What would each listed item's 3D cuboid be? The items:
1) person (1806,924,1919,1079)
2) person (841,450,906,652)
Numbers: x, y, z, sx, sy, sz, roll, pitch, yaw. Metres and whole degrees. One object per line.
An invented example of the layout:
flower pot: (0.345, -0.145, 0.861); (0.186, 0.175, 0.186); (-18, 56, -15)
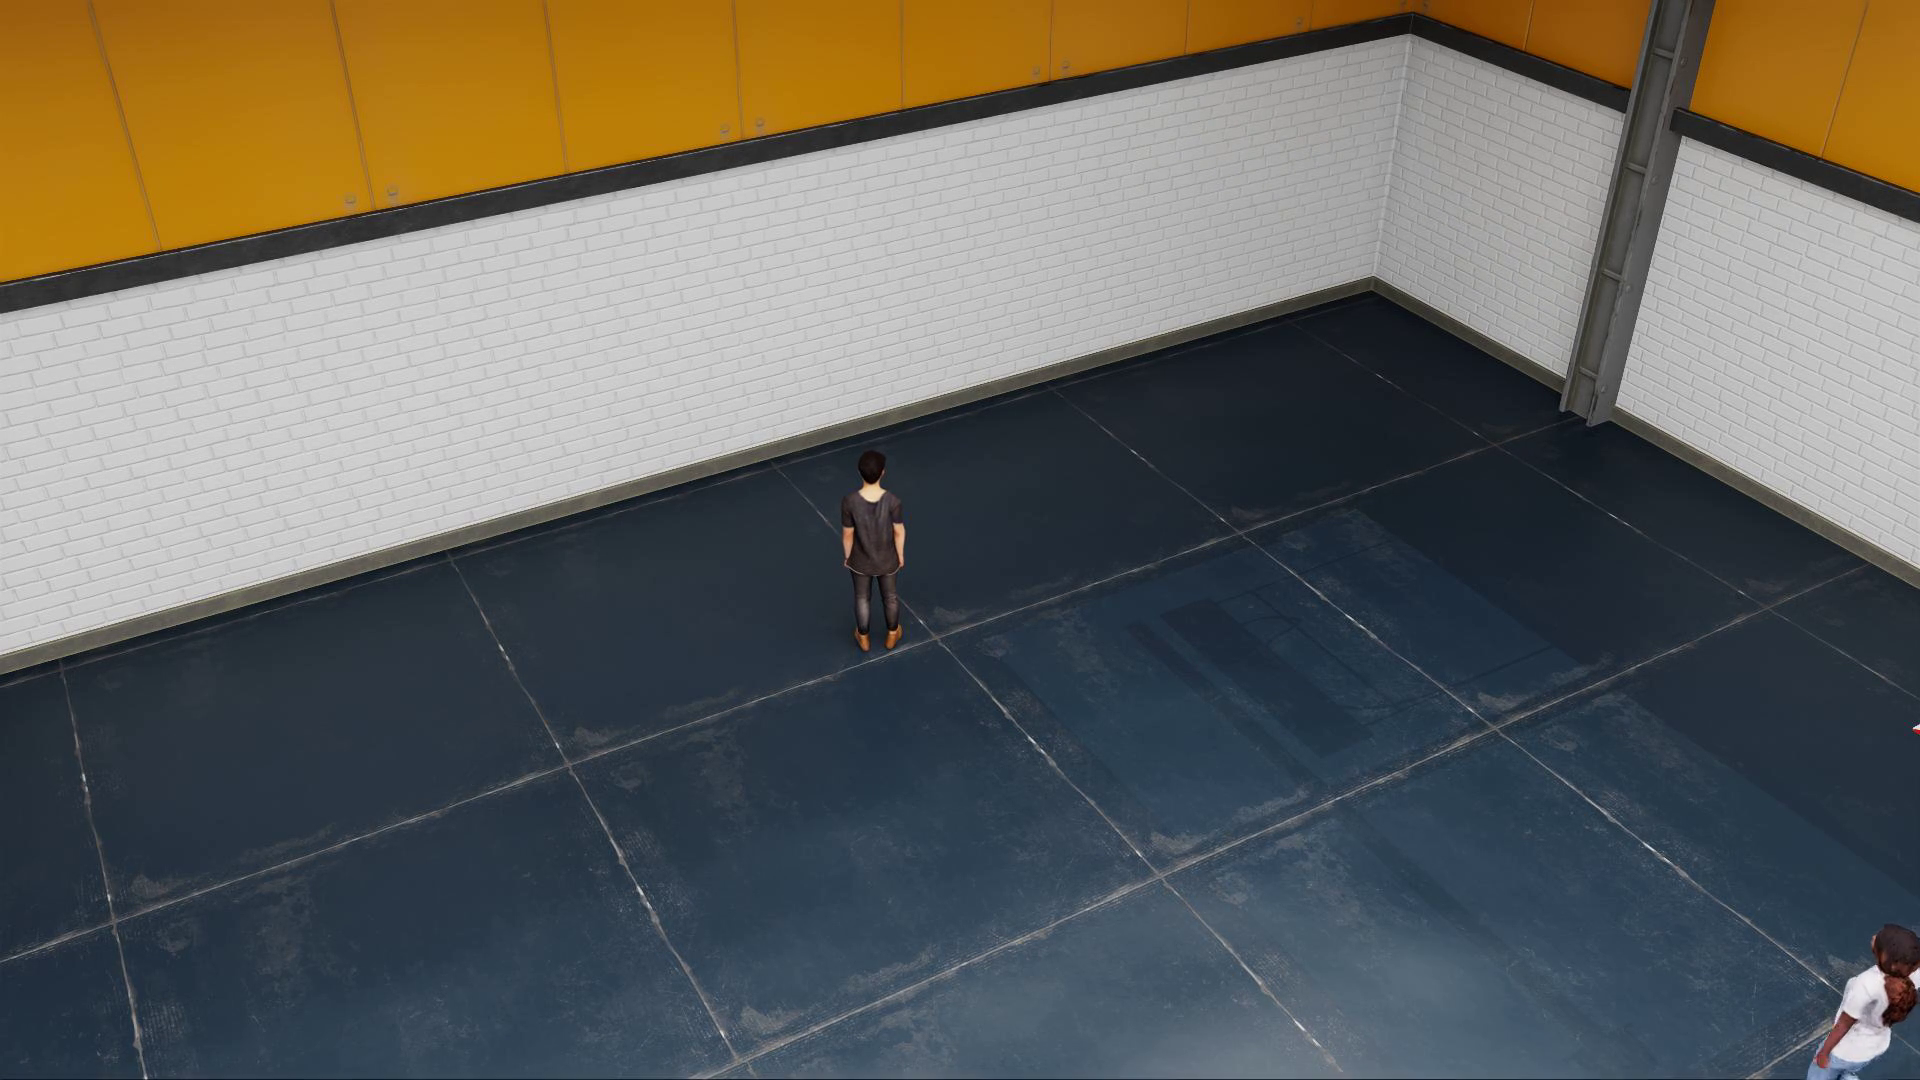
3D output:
person: (4.719, 2.671, 8.661); (0.650, 1.713, 0.881); (-14, 36, -20)
person: (-0.647, 0.091, 12.538); (0.705, 1.717, 0.711); (-1, 34, -1)
